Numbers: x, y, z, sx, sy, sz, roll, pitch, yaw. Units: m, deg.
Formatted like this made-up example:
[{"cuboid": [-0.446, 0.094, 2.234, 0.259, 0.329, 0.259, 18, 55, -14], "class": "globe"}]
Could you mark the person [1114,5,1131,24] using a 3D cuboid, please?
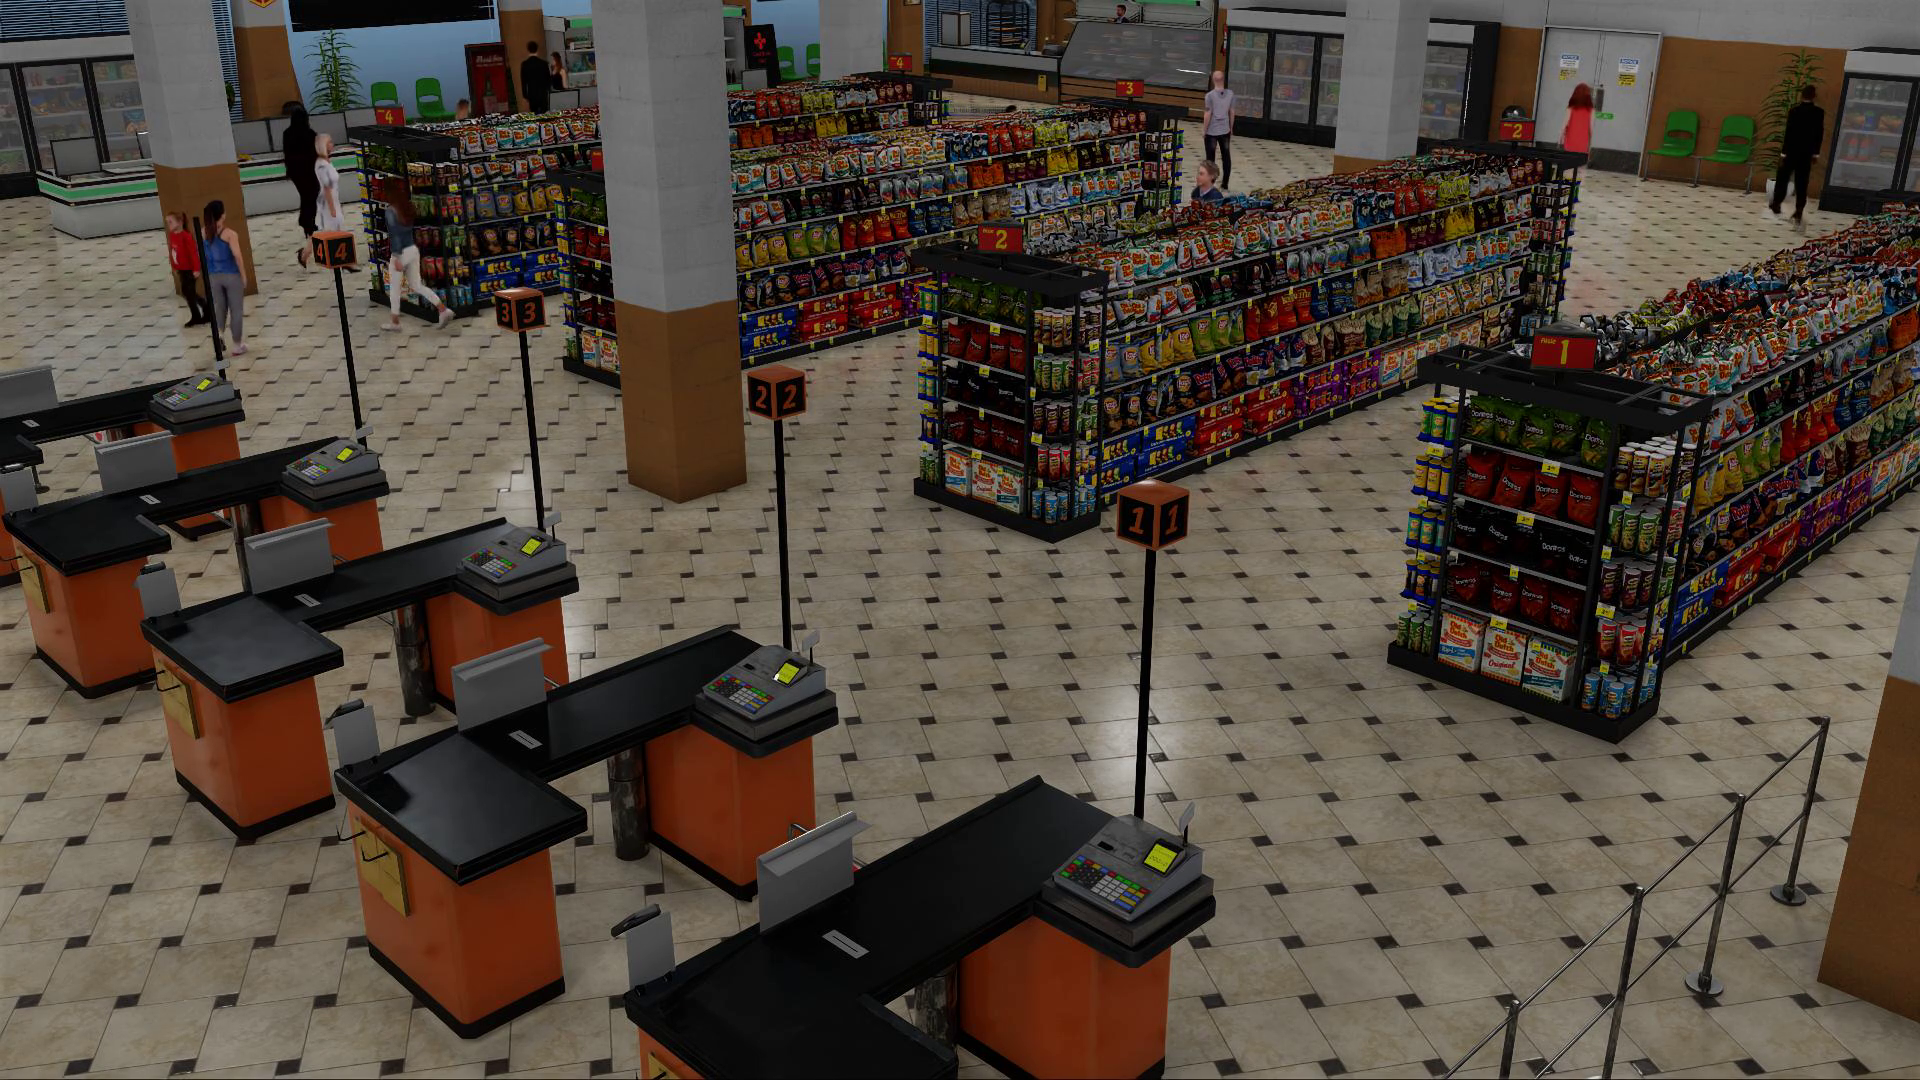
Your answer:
[{"cuboid": [3.715, -11.424, 38.513, 0.617, 1.868, 0.563, 20, 30, 41], "class": "person"}]

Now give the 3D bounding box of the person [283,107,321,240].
[{"cuboid": [-8.952, -4.959, 22.597, 0.900, 1.739, 0.980, 5, 22, 12], "class": "person"}]

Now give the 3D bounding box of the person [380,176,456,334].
[{"cuboid": [-5.897, -3.050, 17.945, 0.970, 1.663, 1.076, 6, 23, 13], "class": "person"}]

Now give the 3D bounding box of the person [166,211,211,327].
[{"cuboid": [-8.470, -2.995, 18.333, 0.575, 1.273, 0.632, 10, 24, 24], "class": "person"}]

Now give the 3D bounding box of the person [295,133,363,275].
[{"cuboid": [-7.856, -4.111, 20.502, 1.040, 1.728, 0.928, -3, 22, -7], "class": "person"}]

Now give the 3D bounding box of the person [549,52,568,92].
[{"cuboid": [-7.125, -7.930, 30.031, 0.640, 1.710, 0.859, 17, 27, 36], "class": "person"}]

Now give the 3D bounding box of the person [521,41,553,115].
[{"cuboid": [-7.605, -8.028, 30.078, 1.086, 1.855, 1.066, -6, 23, -15], "class": "person"}]

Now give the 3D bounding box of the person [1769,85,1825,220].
[{"cuboid": [11.998, -5.480, 23.727, 1.219, 1.862, 1.366, 3, 22, 8], "class": "person"}]

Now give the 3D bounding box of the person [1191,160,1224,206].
[{"cuboid": [2.673, -3.138, 17.908, 0.945, 1.856, 0.822, -10, 24, -24], "class": "person"}]

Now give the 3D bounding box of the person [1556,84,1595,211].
[{"cuboid": [9.112, -5.772, 24.525, 0.755, 1.809, 0.816, -2, 22, -5], "class": "person"}]

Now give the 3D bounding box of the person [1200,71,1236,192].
[{"cuboid": [4.045, -6.418, 26.095, 0.712, 1.837, 0.823, -5, 22, -12], "class": "person"}]

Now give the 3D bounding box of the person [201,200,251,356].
[{"cuboid": [-7.586, -2.663, 17.070, 0.775, 1.598, 0.837, 1, 22, 2], "class": "person"}]
